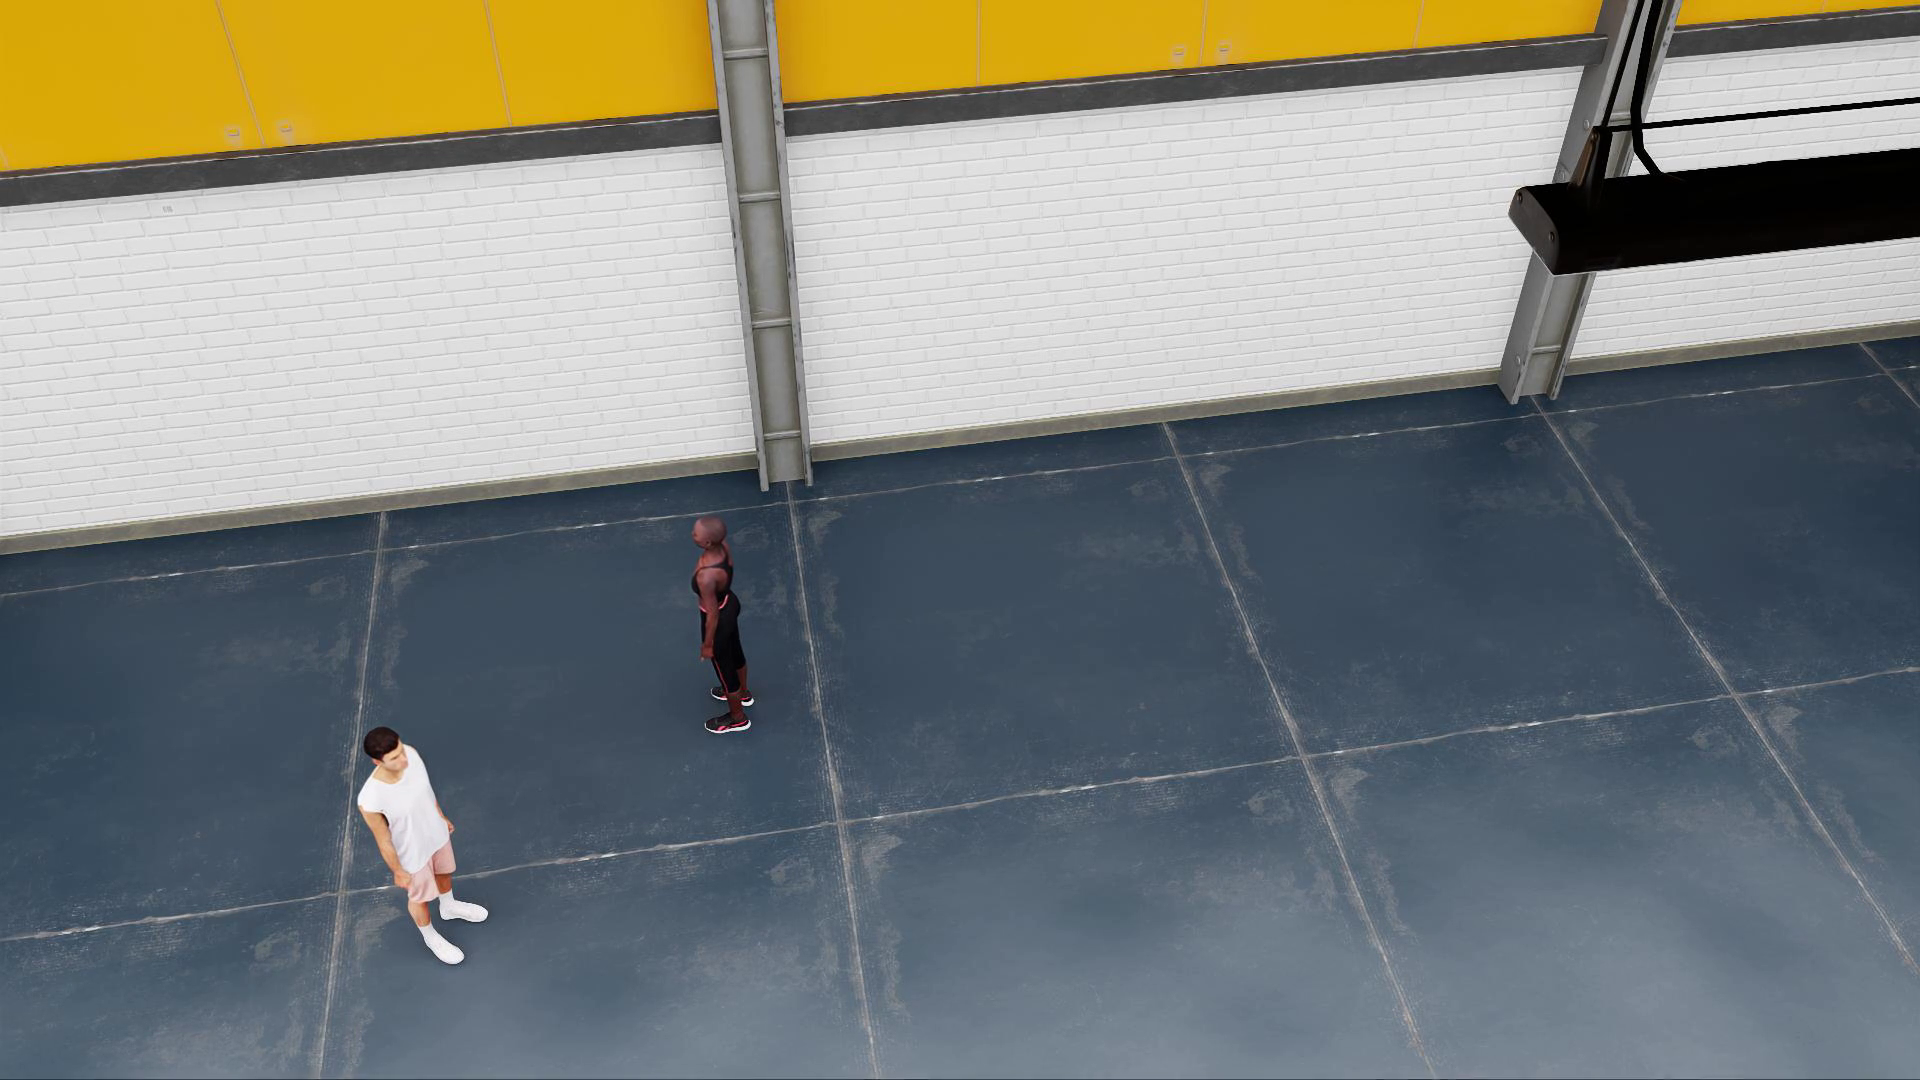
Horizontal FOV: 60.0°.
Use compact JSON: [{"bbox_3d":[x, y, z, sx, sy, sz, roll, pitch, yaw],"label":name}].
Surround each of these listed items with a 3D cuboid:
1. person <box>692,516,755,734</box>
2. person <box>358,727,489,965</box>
[{"bbox_3d":[-1.479,0.507,10.353,0.604,1.758,0.629,3,44,3],"label":"person"},{"bbox_3d":[-2.999,1.639,9.142,0.725,1.789,0.724,12,45,13],"label":"person"}]
